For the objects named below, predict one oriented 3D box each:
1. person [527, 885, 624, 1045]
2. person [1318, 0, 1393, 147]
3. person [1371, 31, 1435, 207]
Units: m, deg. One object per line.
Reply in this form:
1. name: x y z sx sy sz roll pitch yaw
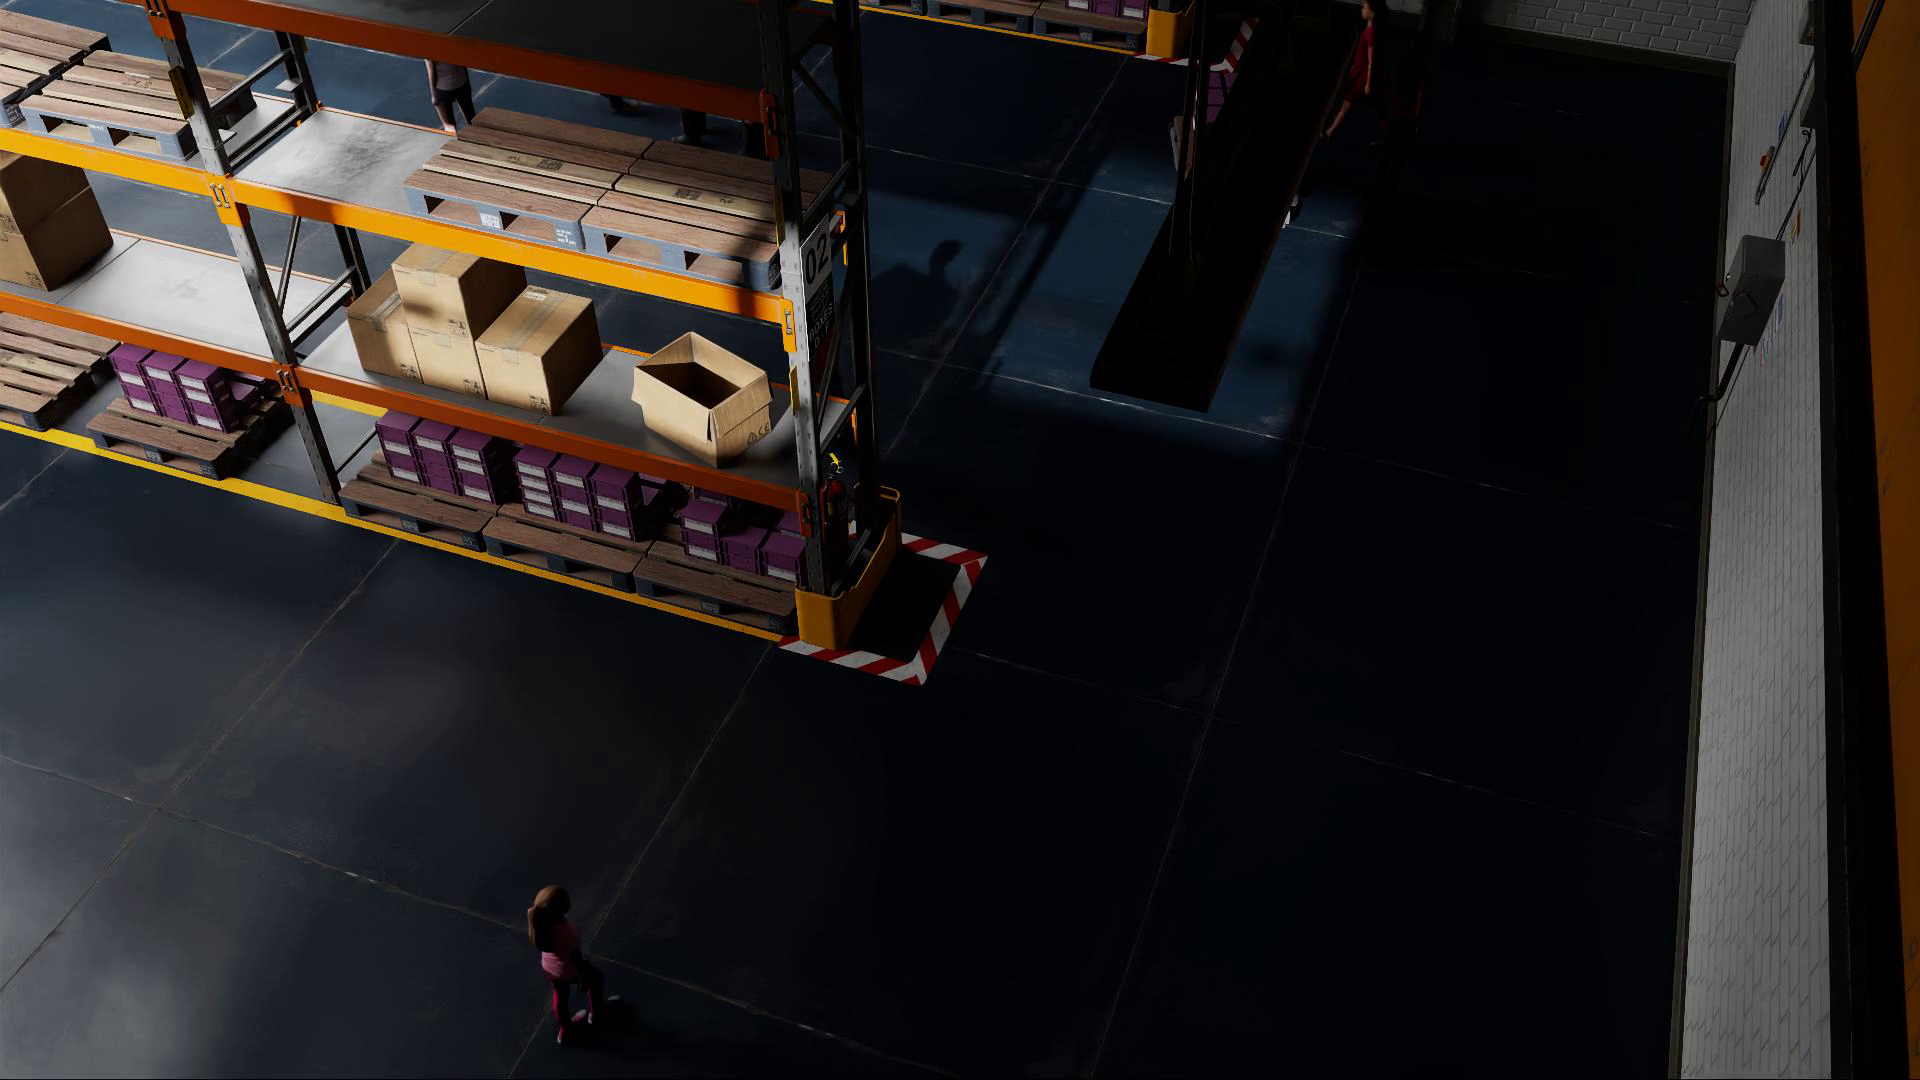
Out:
1. person: -2.143 2.301 8.857 0.597 1.259 0.615 21 48 21
2. person: 3.924 -4.372 15.675 1.045 1.516 0.557 13 45 13
3. person: 3.978 -3.783 14.960 0.713 1.650 0.651 -18 47 -18
